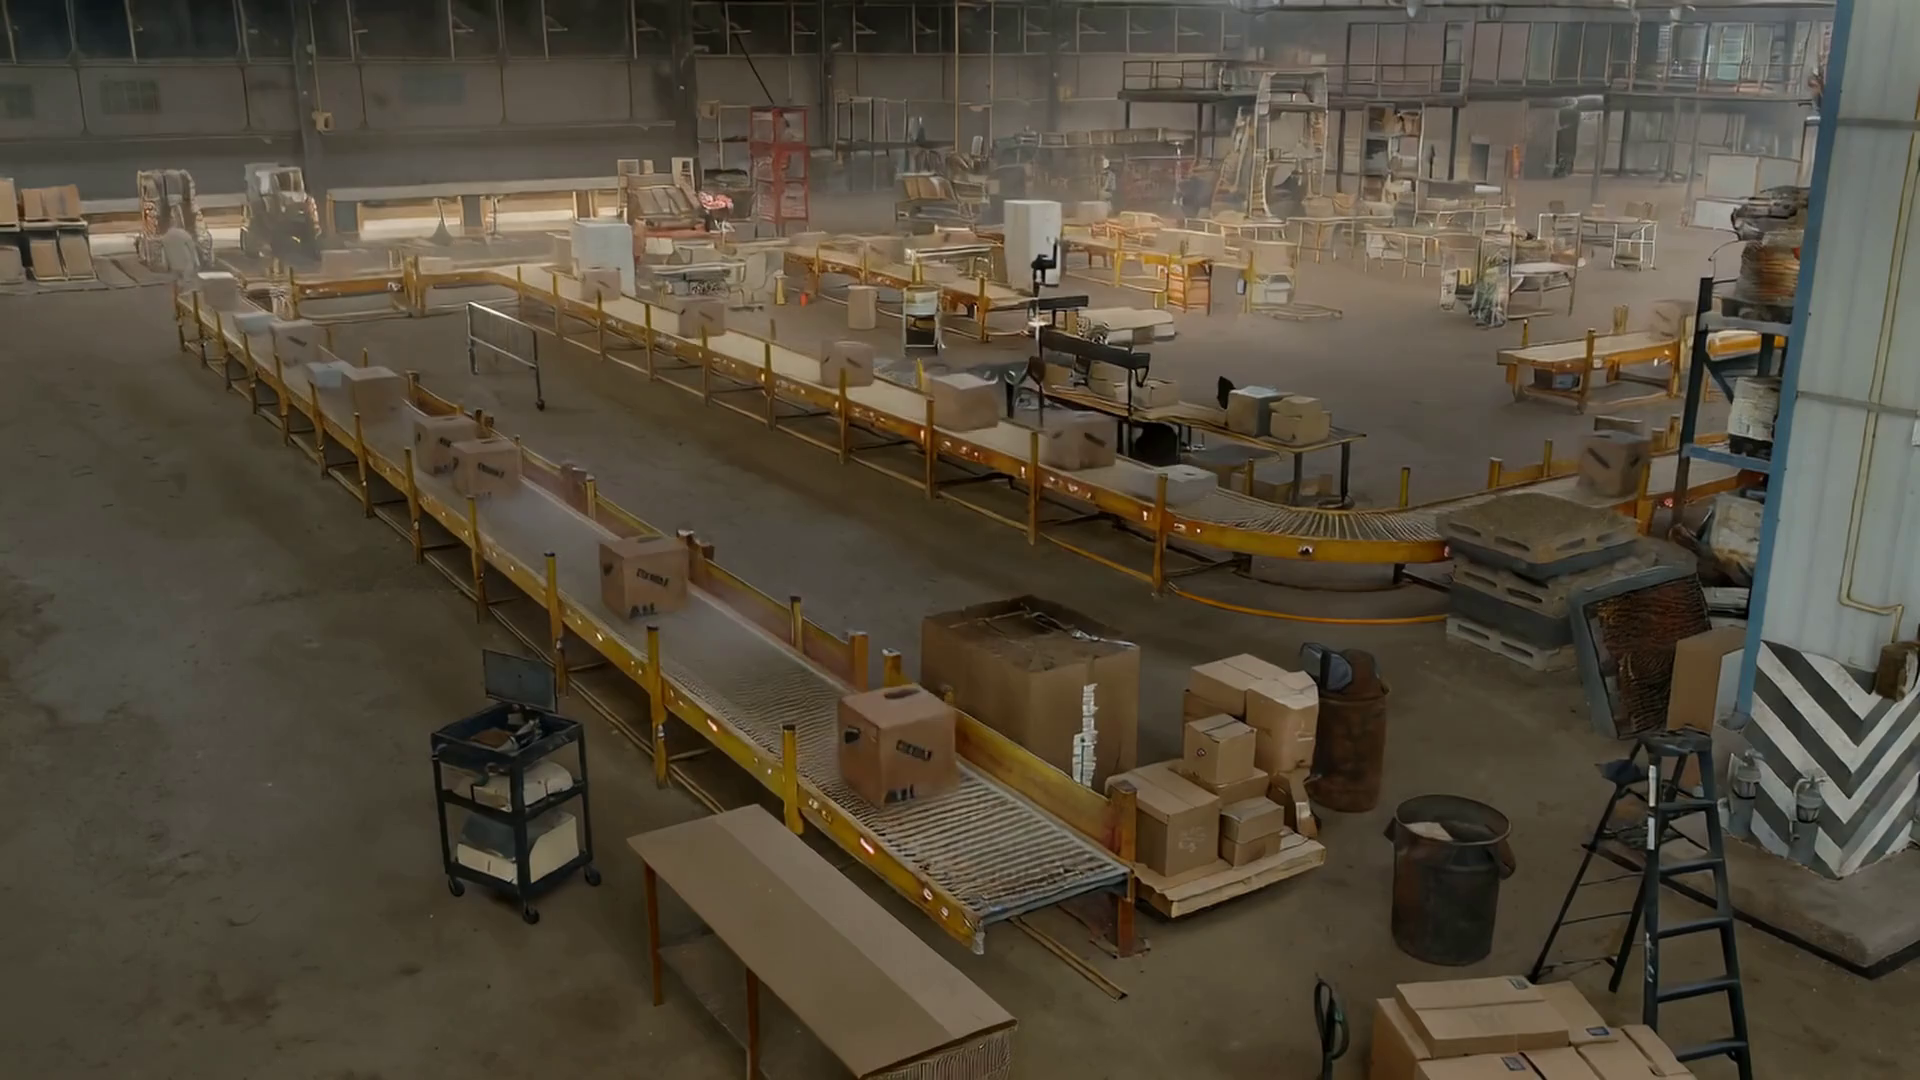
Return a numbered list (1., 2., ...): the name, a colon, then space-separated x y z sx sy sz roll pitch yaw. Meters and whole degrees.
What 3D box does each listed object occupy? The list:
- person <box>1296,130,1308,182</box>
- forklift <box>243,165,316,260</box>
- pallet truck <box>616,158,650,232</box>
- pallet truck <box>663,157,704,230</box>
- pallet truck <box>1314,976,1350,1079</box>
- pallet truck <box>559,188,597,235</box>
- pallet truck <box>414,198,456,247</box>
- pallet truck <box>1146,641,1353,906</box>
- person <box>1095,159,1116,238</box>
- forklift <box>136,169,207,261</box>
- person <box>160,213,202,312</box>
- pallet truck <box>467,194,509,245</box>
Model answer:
1. person: 12.351 -13.859 60.046 0.347 1.879 0.583 10 20 31
2. forklift: -15.898 -7.669 38.708 1.157 1.987 2.680 -11 20 -33
3. pallet truck: -8.918 -9.176 44.255 0.823 1.965 1.885 -9 19 -27
4. pallet truck: -7.586 -9.308 44.692 0.823 1.965 1.885 -11 20 -33
5. pallet truck: 2.299 2.390 7.086 1.601 1.201 0.680 -2 17 -7
6. pallet truck: -10.010 -8.652 43.699 0.653 1.274 1.630 -10 20 -31
7. pallet truck: -13.250 -8.060 41.856 0.680 1.201 1.601 -10 20 -31
8. pallet truck: 1.664 1.407 10.232 1.630 1.274 0.653 -10 20 -31
9. person: 3.744 -8.787 42.883 0.376 2.043 0.605 -12 20 -34
10. forklift: -17.842 -7.318 37.559 1.157 1.987 2.680 -10 20 -31
11. person: -14.569 -5.143 31.050 0.646 1.874 0.880 5 17 15
12. pallet truck: -11.983 -8.177 42.137 0.704 1.261 1.522 -11 20 -33
